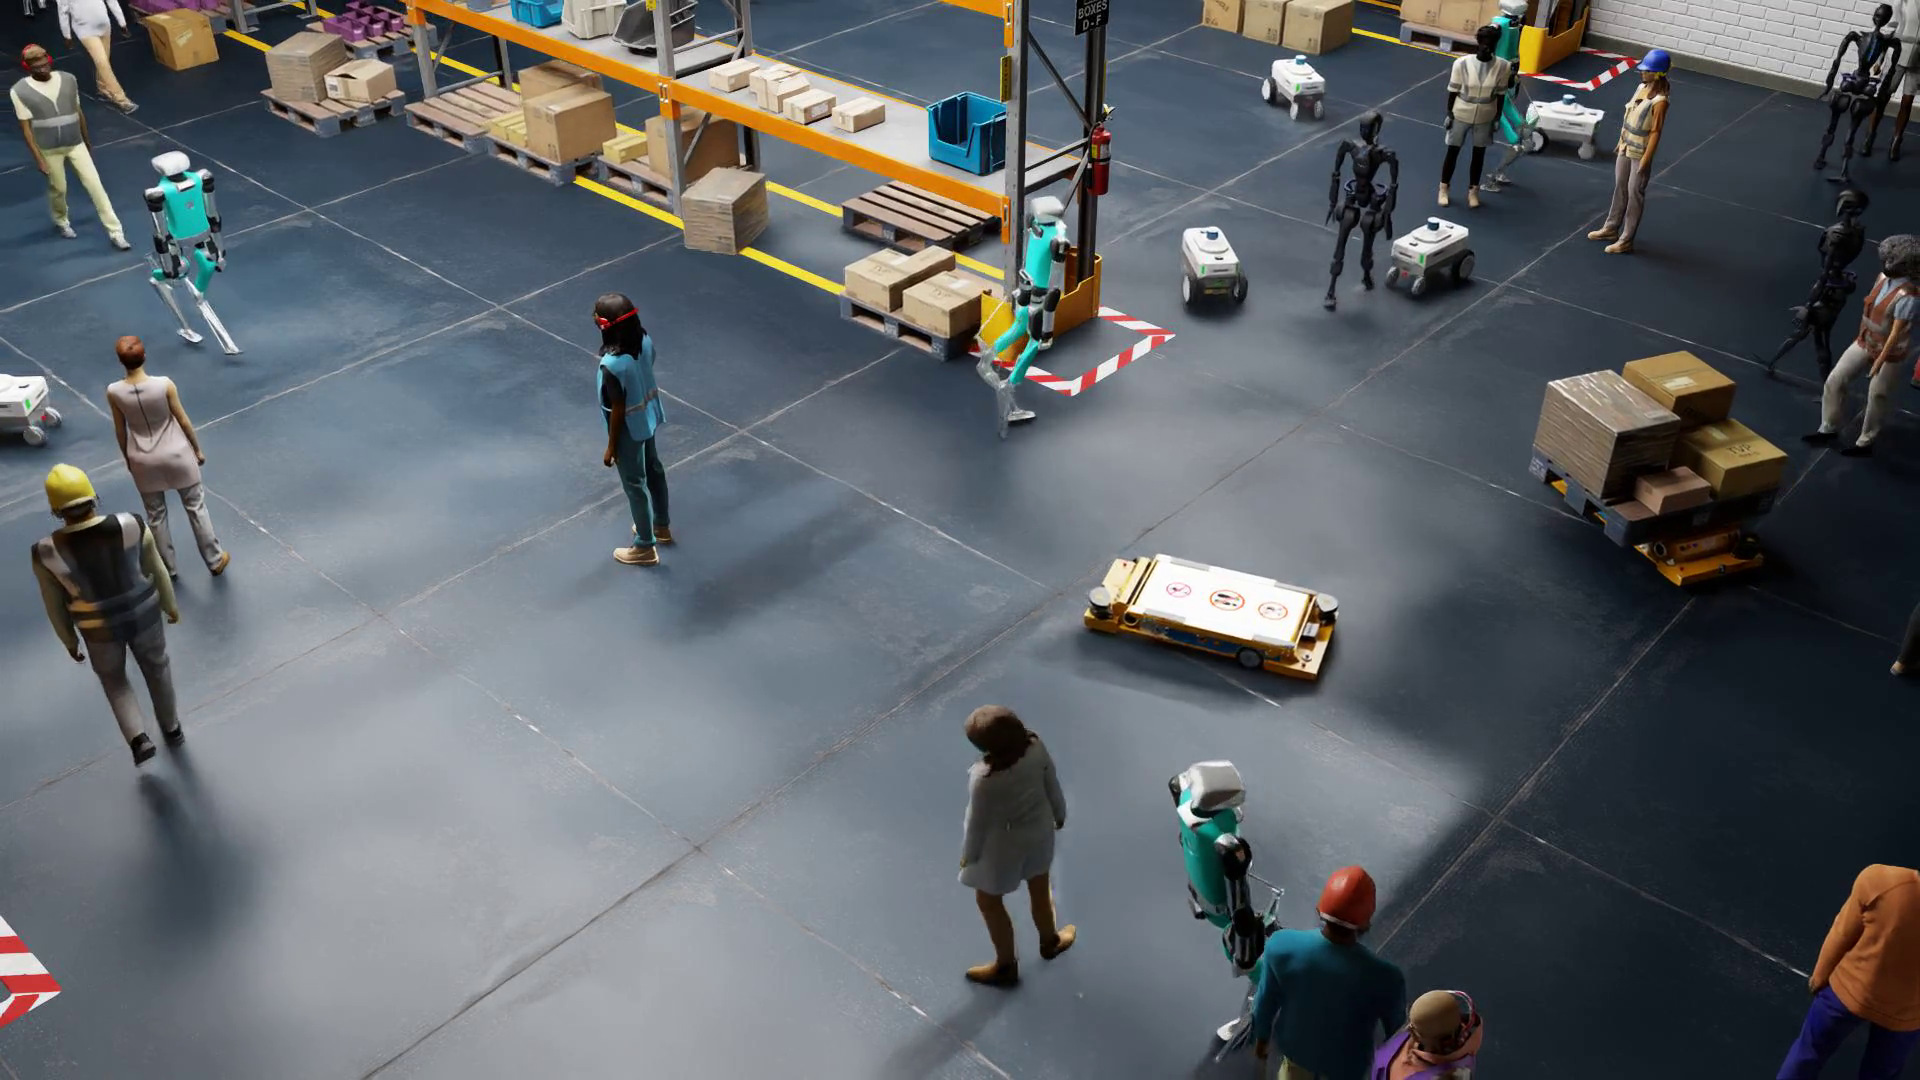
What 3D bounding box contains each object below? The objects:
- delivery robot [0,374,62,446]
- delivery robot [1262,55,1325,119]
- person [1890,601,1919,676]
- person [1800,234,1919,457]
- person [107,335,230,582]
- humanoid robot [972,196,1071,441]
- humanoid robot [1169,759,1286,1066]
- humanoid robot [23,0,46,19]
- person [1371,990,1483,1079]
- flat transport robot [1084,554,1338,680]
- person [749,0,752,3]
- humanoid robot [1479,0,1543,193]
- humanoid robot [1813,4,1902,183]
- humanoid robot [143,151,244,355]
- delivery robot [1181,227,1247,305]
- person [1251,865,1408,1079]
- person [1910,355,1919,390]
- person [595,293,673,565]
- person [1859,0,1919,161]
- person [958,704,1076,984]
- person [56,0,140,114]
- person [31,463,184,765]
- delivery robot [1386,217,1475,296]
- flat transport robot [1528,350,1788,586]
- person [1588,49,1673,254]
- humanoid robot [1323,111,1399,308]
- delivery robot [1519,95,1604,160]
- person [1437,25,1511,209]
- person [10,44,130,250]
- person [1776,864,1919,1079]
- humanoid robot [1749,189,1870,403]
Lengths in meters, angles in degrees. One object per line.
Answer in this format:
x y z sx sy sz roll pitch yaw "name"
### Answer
-6.961 -0.959 11.962 0.811 0.610 0.499 -1 35 -1 "delivery robot"
3.545 -4.801 17.523 0.499 0.605 0.788 -8 35 -11 "delivery robot"
5.708 0.074 9.317 0.326 1.842 0.514 -14 37 -19 "person"
6.279 -1.312 11.474 0.563 1.662 0.450 -4 35 -6 "person"
-4.945 -0.498 10.321 0.453 1.648 0.321 -9 36 -13 "person"
0.358 -1.484 11.772 0.760 1.898 0.546 -13 37 -17 "humanoid robot"
1.274 1.619 7.205 0.806 1.802 0.533 -12 36 -17 "humanoid robot"
-11.237 -7.077 19.759 0.557 1.734 1.018 -14 37 -19 "humanoid robot"
1.695 2.278 6.256 0.347 1.692 0.483 -3 35 -4 "person"
1.541 0.441 10.172 1.431 0.231 0.659 13 37 18 "flat transport robot"
-2.909 -7.417 20.273 0.874 1.731 0.502 3 35 5 "person"
5.141 -4.084 15.409 0.531 1.768 0.692 -28 43 -34 "humanoid robot"
8.450 -4.223 15.727 0.609 1.616 0.674 12 36 17 "humanoid robot"
-5.970 -2.198 12.719 1.014 1.719 0.541 24 41 30 "humanoid robot"
2.096 -2.311 13.916 0.499 0.606 0.794 -4 35 -5 "delivery robot"
1.469 1.982 6.664 0.570 1.729 0.621 19 39 25 "person"
7.467 -1.918 12.272 0.324 1.766 0.532 21 40 27 "person"
-2.047 -0.684 10.396 0.390 1.866 0.528 10 36 15 "person"
9.150 -4.635 16.074 0.547 1.924 0.385 14 37 19 "person"
0.285 1.343 7.661 0.658 1.640 0.348 -25 42 -32 "person"
-8.922 -5.294 17.210 0.891 1.703 0.605 18 39 25 "person"
-4.469 0.424 8.838 0.604 1.819 0.518 -20 39 -26 "person"
3.973 -2.443 14.084 0.766 0.579 0.499 -27 43 -33 "delivery robot"
4.601 -0.210 11.114 0.659 0.231 1.431 -12 36 -17 "flat transport robot"
5.818 -3.349 14.333 0.305 1.778 0.462 -6 35 -8 "person"
3.275 -2.703 13.525 0.590 1.641 0.683 19 39 25 "humanoid robot"
5.971 -4.126 16.538 0.779 0.597 0.499 14 37 20 "delivery robot"
4.671 -3.849 15.135 0.533 1.693 0.320 5 35 7 "person"
-7.784 -3.407 14.407 0.895 1.806 0.572 29 44 35 "person"
3.711 1.818 6.683 0.518 1.971 0.404 21 40 27 "person"
6.311 -1.804 12.212 0.768 1.632 0.600 27 43 33 "humanoid robot"
